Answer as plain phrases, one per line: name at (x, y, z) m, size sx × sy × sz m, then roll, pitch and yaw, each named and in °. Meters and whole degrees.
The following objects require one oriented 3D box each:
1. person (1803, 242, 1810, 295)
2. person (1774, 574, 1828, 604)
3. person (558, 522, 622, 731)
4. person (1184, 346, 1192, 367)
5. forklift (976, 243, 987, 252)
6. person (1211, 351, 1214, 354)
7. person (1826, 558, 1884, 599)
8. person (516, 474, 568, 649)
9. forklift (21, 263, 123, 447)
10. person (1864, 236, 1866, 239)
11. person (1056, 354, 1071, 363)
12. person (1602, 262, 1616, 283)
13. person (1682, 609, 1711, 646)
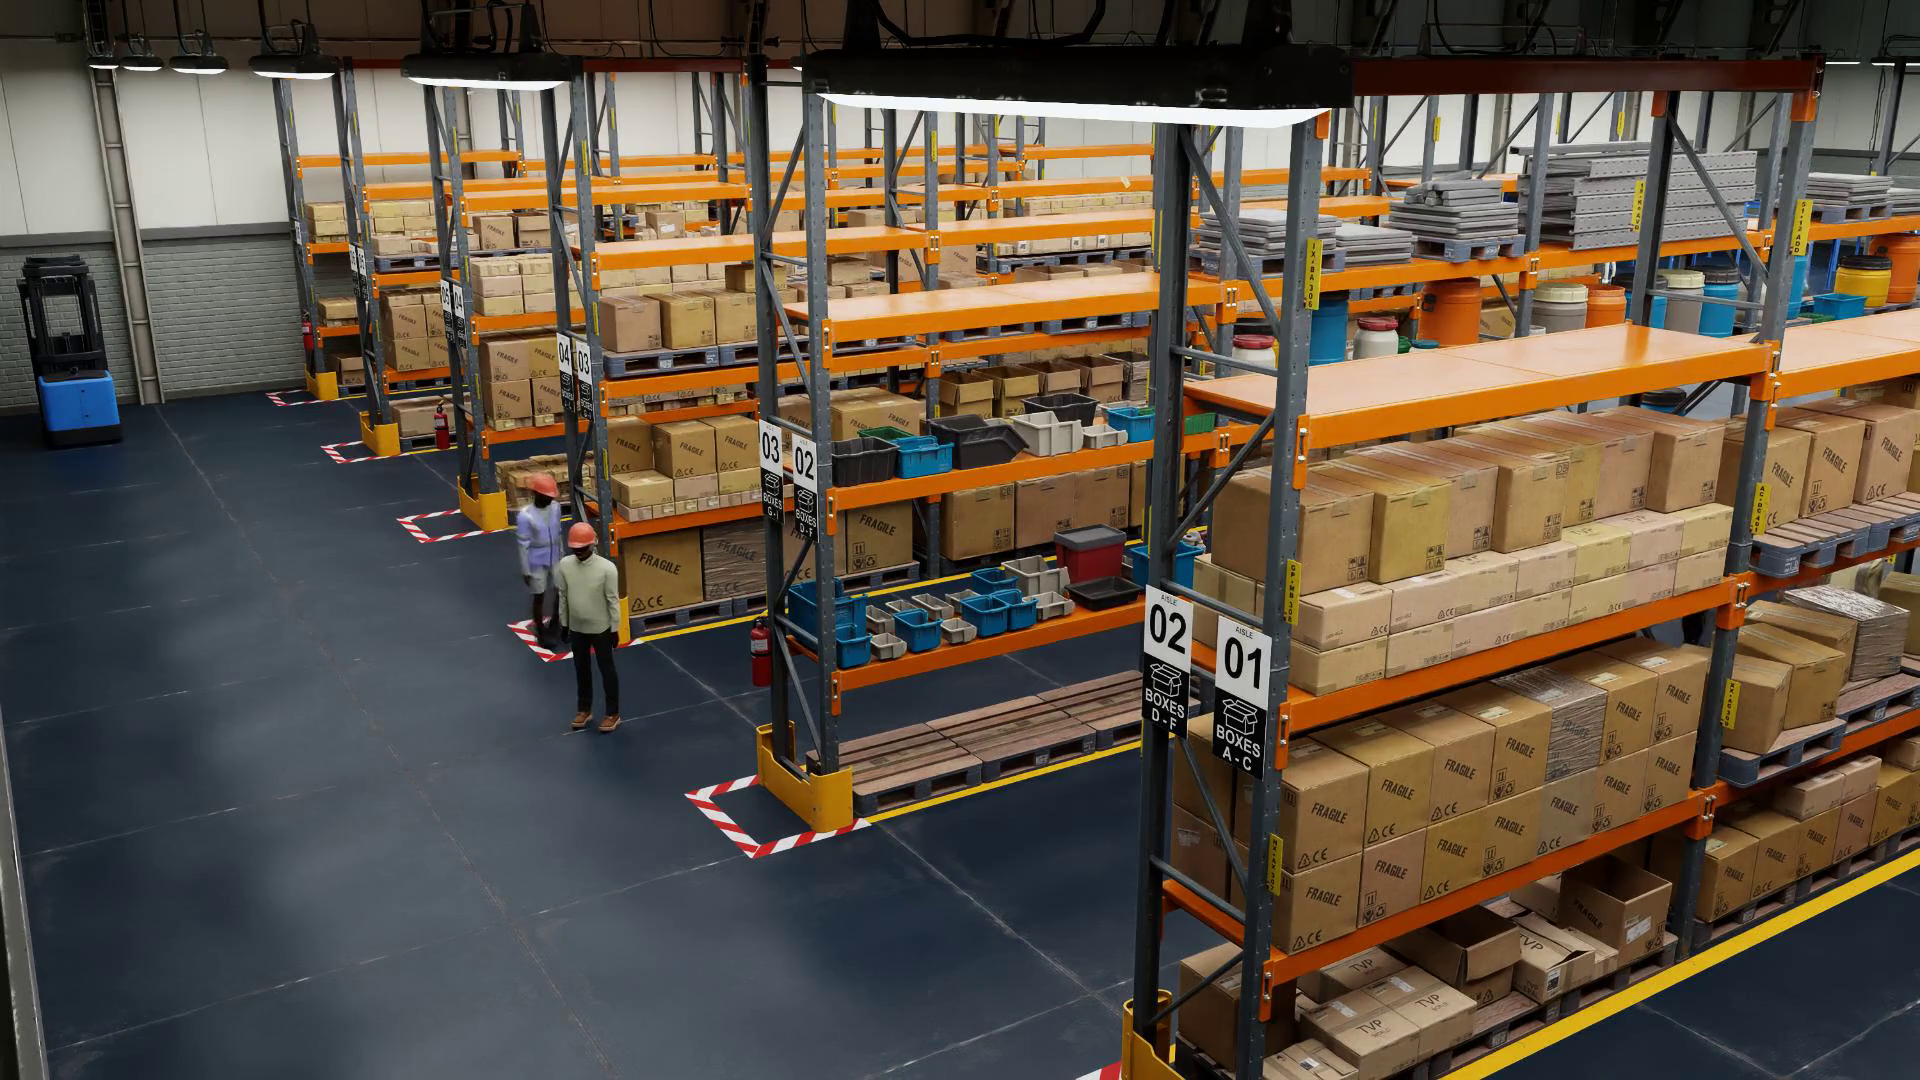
person at (21.578, -7.137, 40.596) m, size 0.760 × 1.906 × 0.653 m, roll -8°, pitch 19°, yaw -25°
person at (8.273, 0.533, 15.351) m, size 0.662 × 1.958 × 0.609 m, roll -14°, pitch 22°, yaw -38°
person at (-3.400, 0.784, 14.482) m, size 0.618 × 1.986 × 0.406 m, roll 6°, pitch 18°, yaw 18°
person at (3.372, -1.957, 23.563) m, size 0.584 × 1.928 × 0.373 m, roll -5°, pitch 18°, yaw -17°
forklift at (0.988, -5.474, 34.718) m, size 1.214 × 2.155 × 2.313 m, roll -10°, pitch 20°, yaw -31°
person at (3.991, -2.272, 24.444) m, size 0.609 × 2.024 × 0.613 m, roll -6°, pitch 18°, yaw -19°
person at (8.552, 0.650, 15.179) m, size 0.403 × 1.830 × 0.601 m, roll -10°, pitch 19°, yaw -29°
person at (-4.322, 0.230, 16.423) m, size 0.504 × 1.902 × 0.593 m, roll 12°, pitch 21°, yaw 34°
forklift at (-14.518, -3.079, 25.708) m, size 1.129 × 2.768 × 1.873 m, roll -10°, pitch 20°, yaw -31°
person at (28.082, -9.466, 48.574) m, size 0.541 × 1.695 × 0.315 m, roll -5°, pitch 18°, yaw -16°
person at (1.544, -1.875, 23.493) m, size 0.722 × 1.810 × 0.642 m, roll -12°, pitch 20°, yaw -33°
person at (17.972, -8.039, 43.616) m, size 0.517 × 1.865 × 0.328 m, roll -5°, pitch 18°, yaw -15°
person at (7.383, 0.370, 15.894) m, size 0.692 × 1.943 × 0.644 m, roll -15°, pitch 23°, yaw -41°
